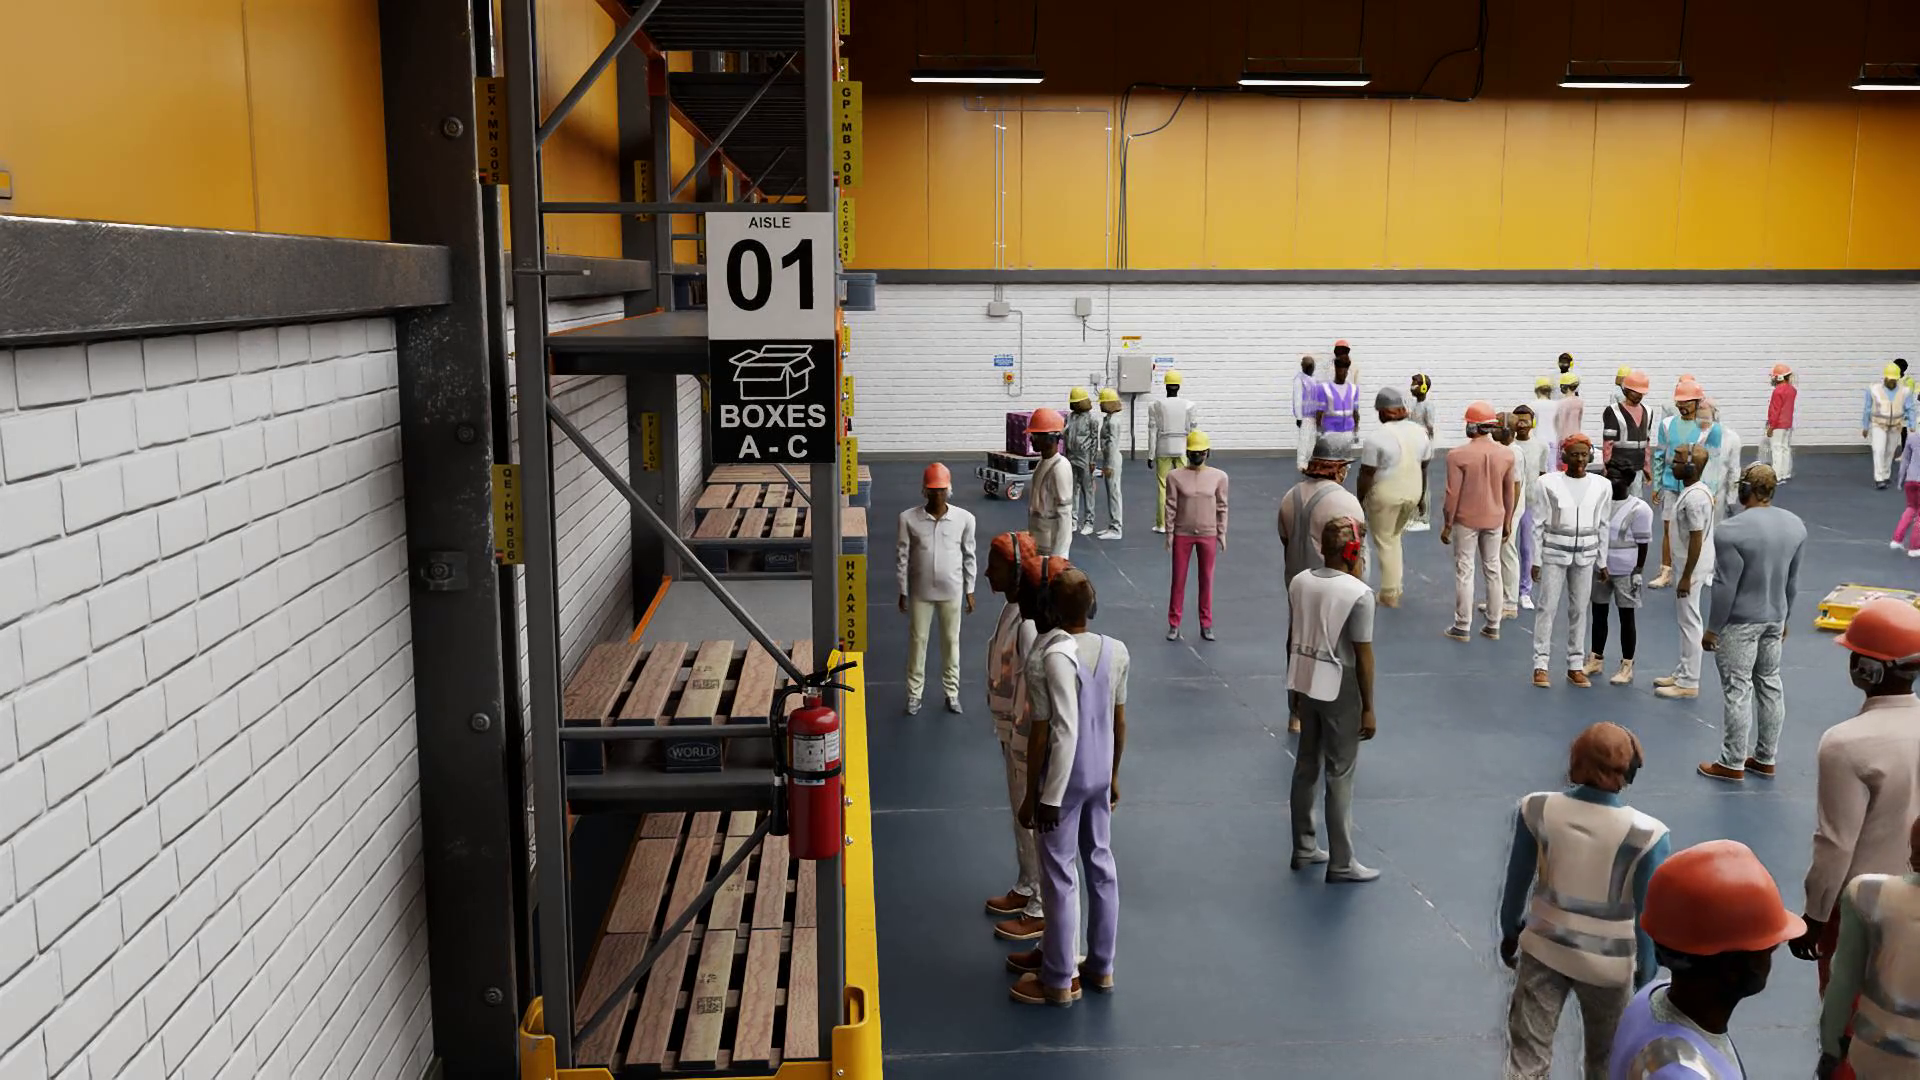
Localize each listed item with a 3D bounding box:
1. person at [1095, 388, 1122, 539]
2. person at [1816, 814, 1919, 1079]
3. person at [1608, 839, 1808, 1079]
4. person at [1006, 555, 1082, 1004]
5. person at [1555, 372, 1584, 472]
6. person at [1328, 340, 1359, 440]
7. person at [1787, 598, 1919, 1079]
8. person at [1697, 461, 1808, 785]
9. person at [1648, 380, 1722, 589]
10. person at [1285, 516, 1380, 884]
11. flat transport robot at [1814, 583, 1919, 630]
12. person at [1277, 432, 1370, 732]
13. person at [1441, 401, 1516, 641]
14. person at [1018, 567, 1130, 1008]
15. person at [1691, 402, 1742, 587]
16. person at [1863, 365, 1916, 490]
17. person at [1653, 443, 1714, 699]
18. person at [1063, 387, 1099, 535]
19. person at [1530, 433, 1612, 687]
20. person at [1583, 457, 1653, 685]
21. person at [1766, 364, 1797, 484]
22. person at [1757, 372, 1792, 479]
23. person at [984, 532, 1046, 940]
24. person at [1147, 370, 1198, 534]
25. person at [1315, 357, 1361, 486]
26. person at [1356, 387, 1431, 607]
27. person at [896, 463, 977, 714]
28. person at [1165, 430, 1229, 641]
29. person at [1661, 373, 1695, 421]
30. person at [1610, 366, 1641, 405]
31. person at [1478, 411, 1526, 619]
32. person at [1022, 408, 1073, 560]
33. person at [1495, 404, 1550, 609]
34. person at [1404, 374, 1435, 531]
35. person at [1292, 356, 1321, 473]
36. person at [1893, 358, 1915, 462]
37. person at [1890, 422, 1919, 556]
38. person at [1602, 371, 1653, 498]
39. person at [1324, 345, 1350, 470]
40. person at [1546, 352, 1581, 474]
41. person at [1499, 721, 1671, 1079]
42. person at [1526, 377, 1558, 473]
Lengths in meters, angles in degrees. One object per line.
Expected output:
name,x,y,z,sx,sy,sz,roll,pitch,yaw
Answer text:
person,1.713,-0.883,19.209,0.317,1.738,0.483,0,9,1
person,2.753,1.496,4.718,0.831,1.592,0.519,-7,12,-39
person,1.458,1.541,3.346,0.342,1.941,0.551,3,10,18
person,0.371,0.992,6.977,0.341,1.882,0.586,0,9,0
person,7.954,-1.312,21.819,0.522,1.768,0.312,-7,11,-38
person,6.229,-2.275,27.196,0.623,1.983,0.413,-5,10,-26
person,3.001,1.175,5.475,0.609,1.997,0.374,-4,10,-23
person,4.713,0.494,9.934,0.627,1.941,0.371,-3,10,-20
person,6.926,-0.511,15.917,0.382,2.041,0.616,-9,13,-44
person,1.850,0.796,8.350,0.396,1.839,0.564,-5,10,-29
flat transport robot,7.952,0.594,14.526,0.652,0.197,1.431,7,11,35
person,2.411,0.296,10.858,0.535,2.000,0.680,-5,10,-29
person,4.295,-0.155,13.822,0.617,1.995,0.381,-1,9,-9
person,0.463,1.021,6.926,0.507,1.844,0.345,-6,11,-34
person,7.136,-0.420,16.018,0.652,1.852,0.708,3,10,18
person,13.221,-1.610,23.681,0.616,1.777,0.875,2,9,15
person,5.213,0.222,11.936,0.351,1.847,0.507,4,10,25
person,1.393,-0.932,19.524,0.484,1.736,0.307,8,12,39
person,4.487,0.153,12.251,0.572,1.883,0.354,1,9,3
person,4.873,0.224,12.388,0.318,1.697,0.535,-6,11,-34
person,11.917,-1.685,24.201,0.561,1.750,0.327,-8,12,-41
person,12.109,-1.713,24.833,0.731,1.606,0.546,7,11,36
person,0.287,0.888,7.674,0.355,1.876,0.573,-1,9,-7
person,2.486,-1.032,19.549,0.591,1.927,0.366,-1,9,-7
person,5.108,-1.510,22.500,0.602,1.943,0.446,-2,9,-13
person,3.917,-0.416,15.330,0.712,2.000,0.632,-4,10,-25
person,-0.162,0.335,11.500,0.563,1.754,0.338,0,9,-2
person,1.960,-0.036,13.799,0.526,1.769,0.330,1,9,4
person,9.488,-1.309,21.832,0.560,1.752,0.326,6,11,35
person,9.537,-1.632,23.926,0.486,1.737,0.315,-1,9,-9
person,4.814,-0.220,14.706,0.328,1.844,0.513,1,9,9
person,0.651,0.021,12.578,0.373,2.043,0.615,-2,9,-13
person,5.081,-0.300,15.138,0.513,1.872,0.328,2,9,15
person,5.448,-1.038,19.762,0.328,1.873,0.520,-1,9,-5
person,5.358,-1.915,25.513,0.430,1.804,0.761,8,12,40
person,15.301,-2.118,27.122,0.322,1.691,0.532,-2,9,-13
person,10.358,-0.608,17.902,0.317,1.604,0.564,-3,10,-18
person,7.073,-0.772,17.588,0.605,2.034,0.389,-3,10,-20
person,5.898,-2.072,26.002,0.385,1.957,0.603,-3,10,-19
person,9.192,-1.931,25.399,0.519,1.865,0.326,3,10,19
person,2.004,1.381,5.437,0.555,1.596,0.878,7,11,37
person,7.608,-1.273,21.743,0.512,1.708,0.939,0,9,-1
